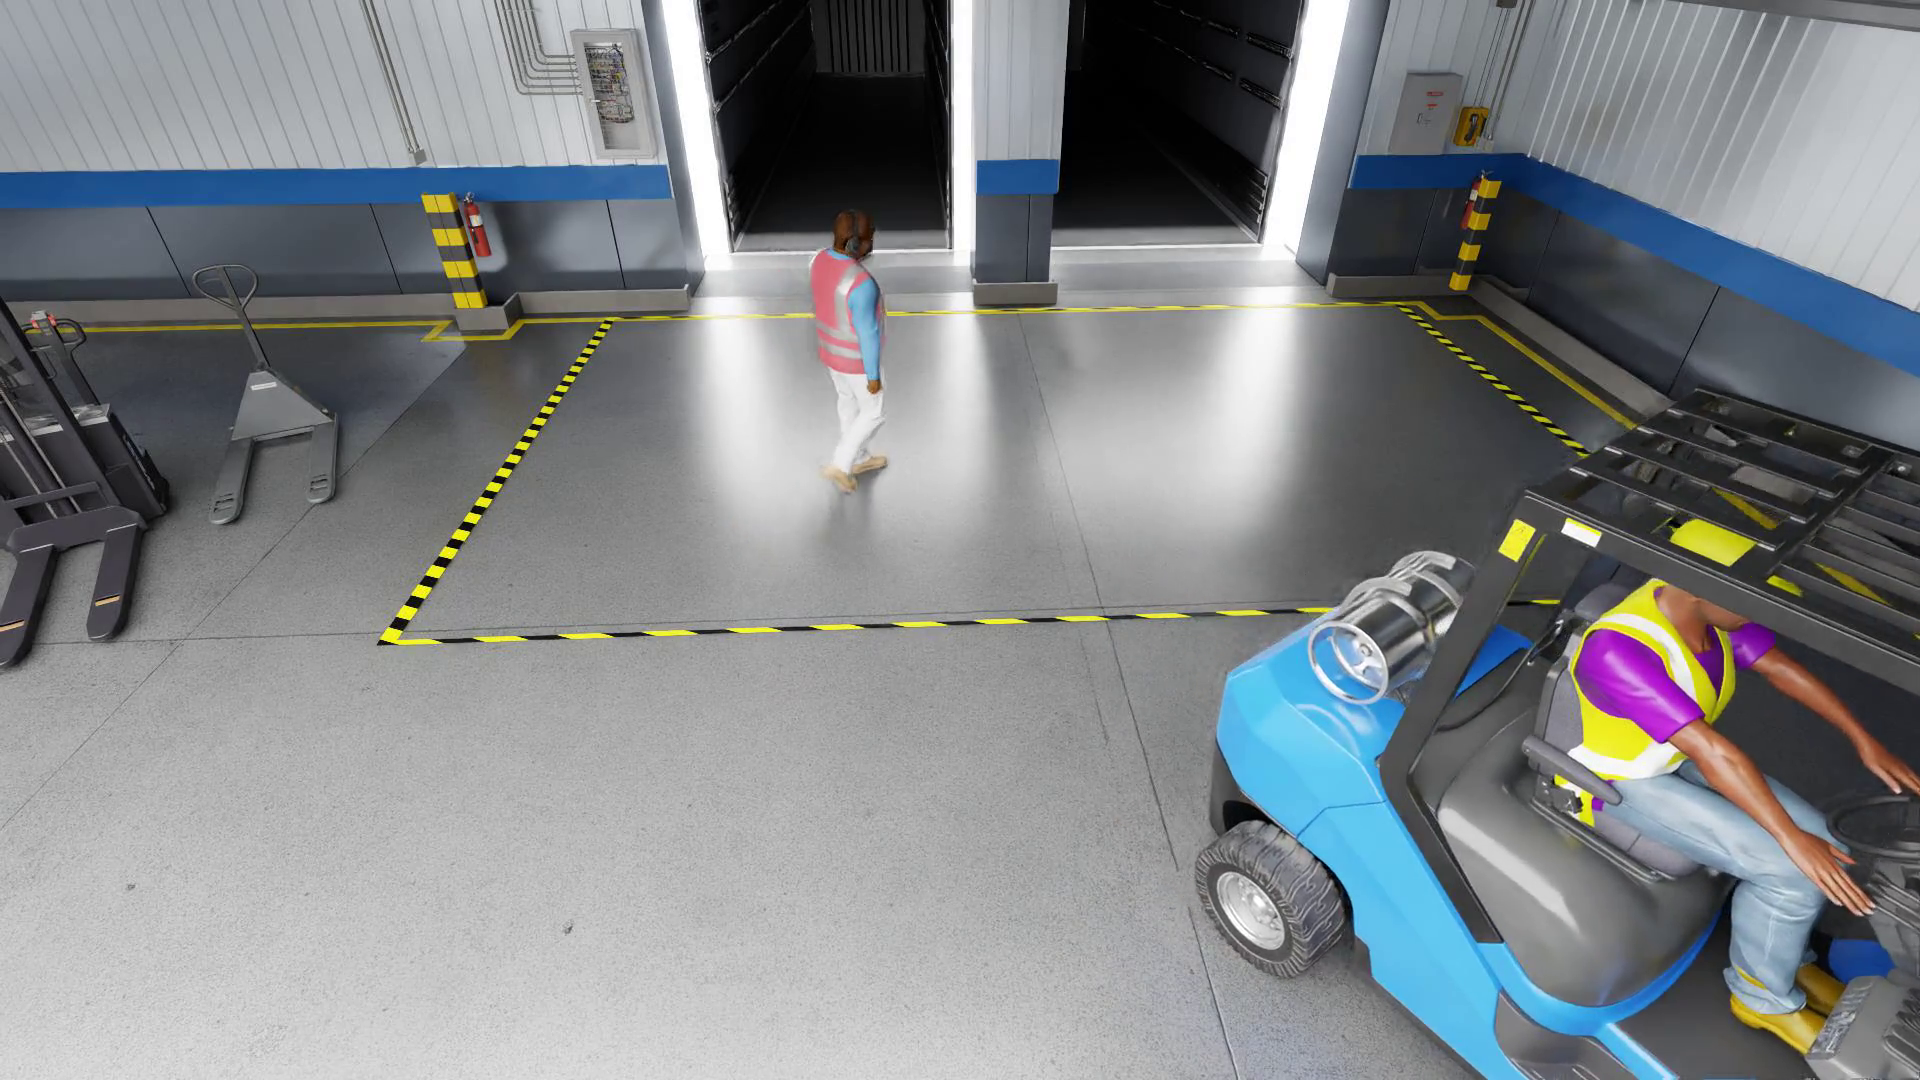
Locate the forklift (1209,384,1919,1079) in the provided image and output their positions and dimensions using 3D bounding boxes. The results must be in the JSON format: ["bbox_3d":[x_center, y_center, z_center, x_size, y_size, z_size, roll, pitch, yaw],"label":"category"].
[{"bbox_3d":[2.089,0.780,2.558,1.157,2.036,2.680,-22,41,-29],"label":"forklift"}]

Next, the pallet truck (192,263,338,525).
[{"bbox_3d":[-4.778,-1.027,6.128,0.680,1.201,1.601,-17,38,-23],"label":"pallet truck"}]

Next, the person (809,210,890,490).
[{"bbox_3d":[-0.708,-1.144,5.791,0.604,1.821,0.656,-24,42,-31],"label":"person"}]

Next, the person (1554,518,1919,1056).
[{"bbox_3d":[2.118,0.657,2.408,0.635,1.293,1.004,-22,41,-29],"label":"person"}]

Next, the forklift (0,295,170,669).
[{"bbox_3d":[-5.212,-0.618,4.878,0.823,1.965,1.885,-20,39,-26],"label":"forklift"}]
